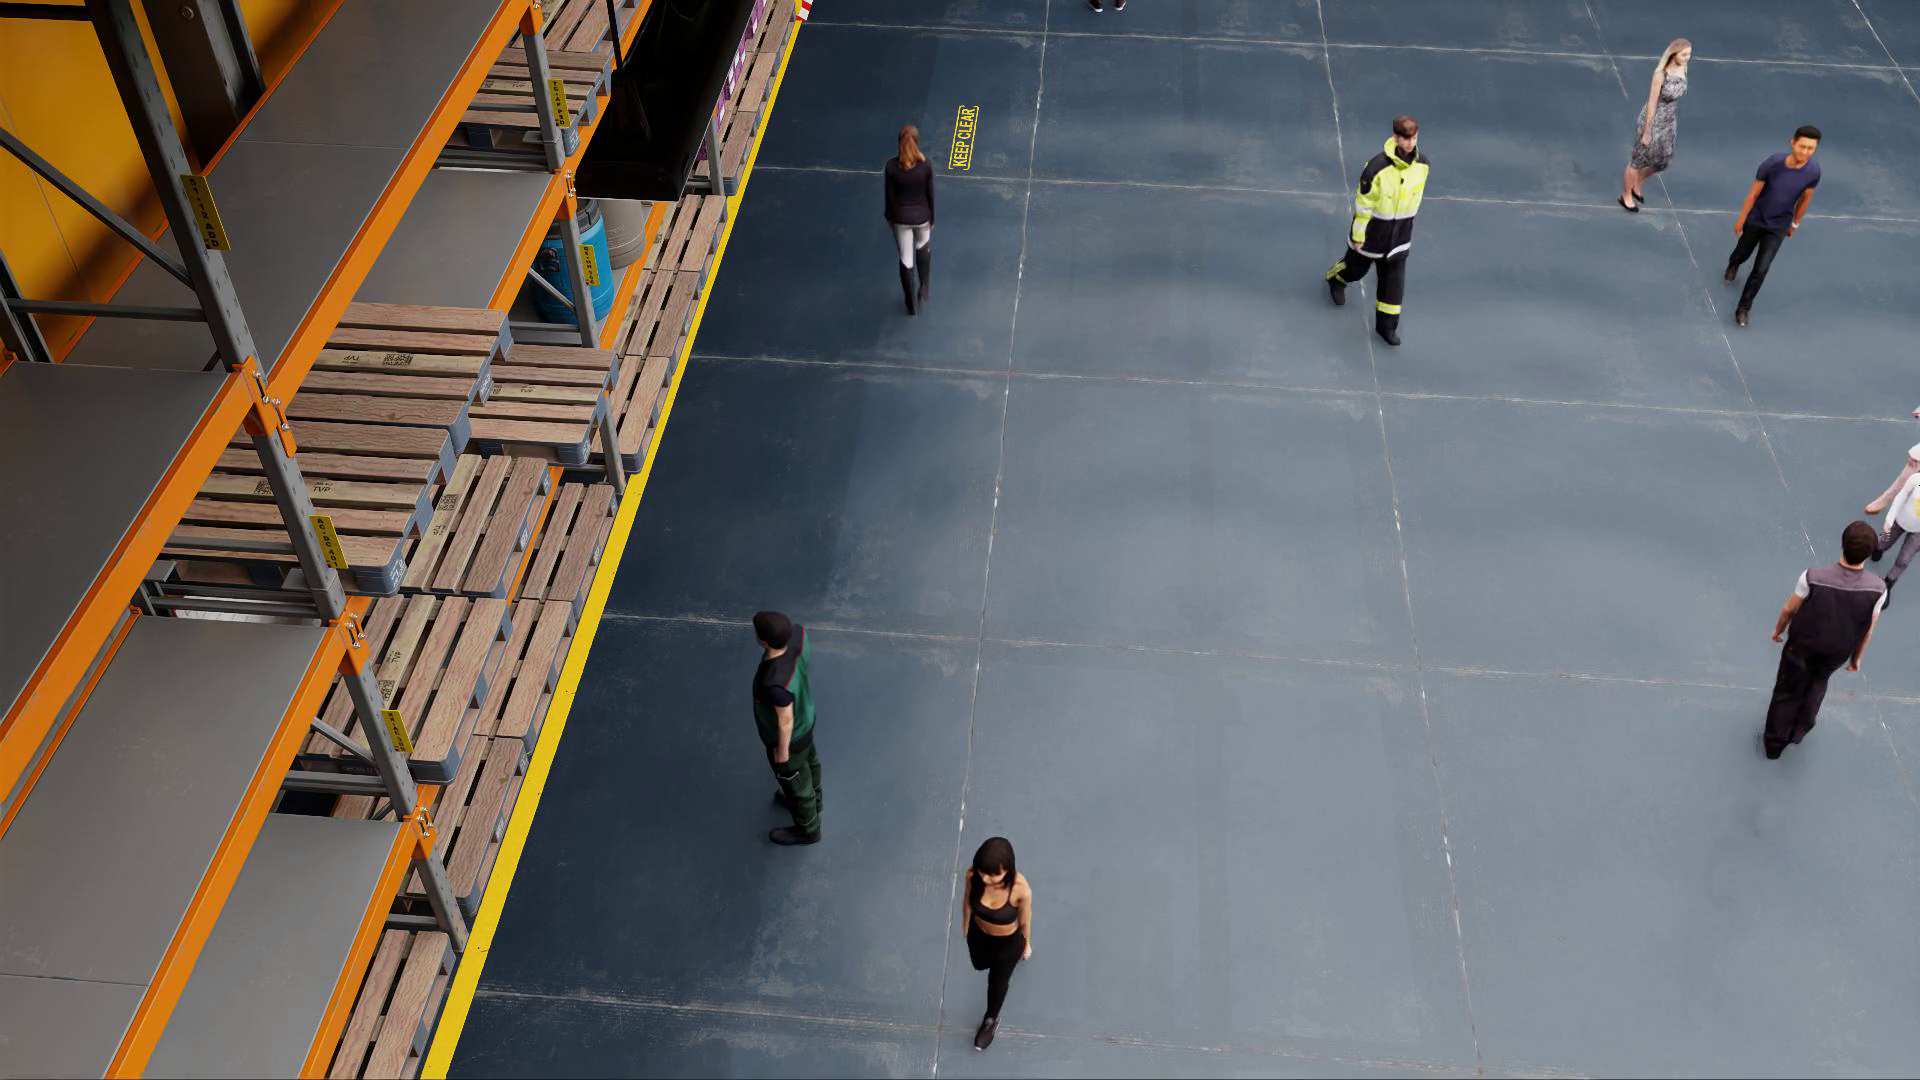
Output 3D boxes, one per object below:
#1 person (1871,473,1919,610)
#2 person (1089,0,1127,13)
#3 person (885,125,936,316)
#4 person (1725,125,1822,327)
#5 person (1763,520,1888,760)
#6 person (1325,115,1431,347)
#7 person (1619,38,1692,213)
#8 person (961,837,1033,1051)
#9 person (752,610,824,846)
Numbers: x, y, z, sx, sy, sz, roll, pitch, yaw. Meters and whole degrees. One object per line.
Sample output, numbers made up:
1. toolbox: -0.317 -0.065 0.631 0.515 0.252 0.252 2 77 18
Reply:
1. person: 6.577 -0.154 11.490 0.674 1.264 0.873 20 47 20
2. person: 1.619 -6.621 17.776 0.661 1.958 0.596 -2 44 -3
3. person: -0.411 -2.582 13.711 0.618 1.718 0.672 -5 44 -5
4. person: 6.686 -2.681 13.776 0.832 1.770 1.097 14 45 14
5. person: 5.247 0.703 10.179 0.759 1.833 0.757 16 46 17
6. person: 3.411 -2.606 13.574 1.099 1.941 1.348 -12 45 -13
7. person: 6.180 -3.757 14.965 0.693 1.688 0.738 -20 47 -20
8. person: 0.237 2.049 8.915 0.752 1.627 0.997 18 47 18
9. person: -0.996 1.081 9.734 0.719 1.899 0.490 4 44 4
